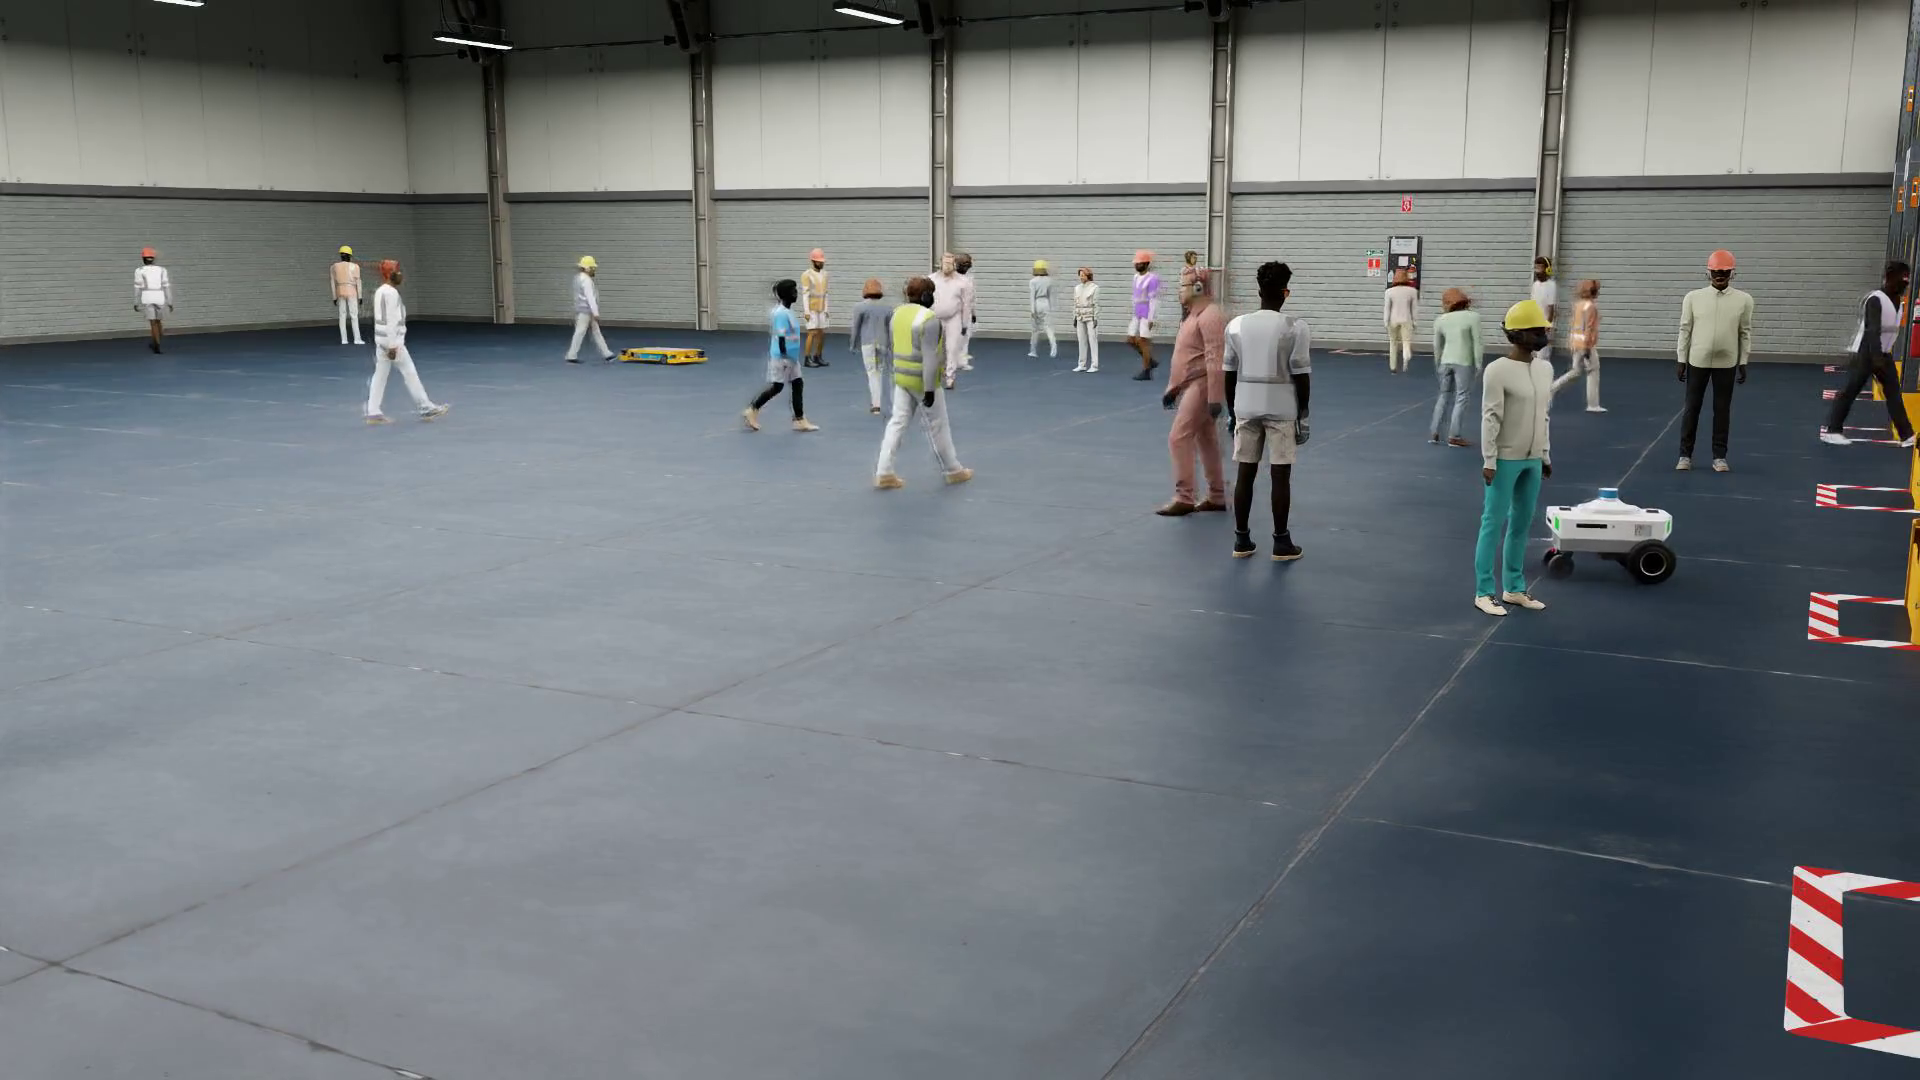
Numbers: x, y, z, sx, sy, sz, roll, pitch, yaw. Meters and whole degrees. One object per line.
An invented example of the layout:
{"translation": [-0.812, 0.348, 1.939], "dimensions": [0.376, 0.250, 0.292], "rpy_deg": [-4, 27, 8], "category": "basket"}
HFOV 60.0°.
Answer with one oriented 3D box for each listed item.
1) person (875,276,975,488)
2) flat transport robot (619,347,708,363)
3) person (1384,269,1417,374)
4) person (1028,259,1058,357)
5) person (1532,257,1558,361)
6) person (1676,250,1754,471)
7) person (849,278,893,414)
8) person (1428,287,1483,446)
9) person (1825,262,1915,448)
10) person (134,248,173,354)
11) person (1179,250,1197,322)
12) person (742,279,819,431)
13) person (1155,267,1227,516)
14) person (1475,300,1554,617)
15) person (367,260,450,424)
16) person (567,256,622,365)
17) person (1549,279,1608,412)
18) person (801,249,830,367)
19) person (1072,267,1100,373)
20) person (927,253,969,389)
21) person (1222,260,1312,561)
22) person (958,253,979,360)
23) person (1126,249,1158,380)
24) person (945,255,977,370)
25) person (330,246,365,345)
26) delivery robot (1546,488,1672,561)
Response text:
{"translation": [-0.338, -1.334, 14.100], "dimensions": [0.984, 1.790, 0.647], "rpy_deg": [-8, 13, -38], "category": "person"}
{"translation": [-4.981, -3.102, 27.877], "dimensions": [1.431, 0.197, 0.652], "rpy_deg": [7, 12, 33], "category": "flat transport robot"}
{"translation": [6.713, -3.318, 25.365], "dimensions": [0.509, 1.618, 0.605], "rpy_deg": [1, 10, 8], "category": "person"}
{"translation": [1.441, -4.046, 29.082], "dimensions": [0.488, 1.718, 0.785], "rpy_deg": [-5, 11, -24], "category": "person"}
{"translation": [7.457, -2.709, 21.421], "dimensions": [0.412, 1.852, 0.564], "rpy_deg": [-3, 11, -15], "category": "person"}
{"translation": [6.821, -1.616, 15.071], "dimensions": [0.608, 1.995, 0.376], "rpy_deg": [3, 11, 18], "category": "person"}
{"translation": [-1.092, -2.345, 20.114], "dimensions": [0.502, 1.607, 0.724], "rpy_deg": [-5, 12, -27], "category": "person"}
{"translation": [5.005, -1.741, 16.828], "dimensions": [0.345, 1.618, 0.556], "rpy_deg": [-9, 14, -41], "category": "person"}
{"translation": [9.260, -1.846, 16.692], "dimensions": [0.648, 1.853, 1.045], "rpy_deg": [-7, 12, -33], "category": "person"}
{"translation": [-14.639, -4.320, 30.087], "dimensions": [0.963, 1.889, 0.593], "rpy_deg": [10, 14, 42], "category": "person"}
{"translation": [4.313, -4.532, 31.381], "dimensions": [0.327, 1.843, 0.514], "rpy_deg": [5, 11, 25], "category": "person"}
{"translation": [-1.969, -2.000, 18.050], "dimensions": [0.773, 1.675, 0.540], "rpy_deg": [2, 11, 8], "category": "person"}
{"translation": [1.742, -1.123, 12.699], "dimensions": [0.740, 1.884, 0.652], "rpy_deg": [0, 10, -1], "category": "person"}
{"translation": [3.145, -0.461, 9.386], "dimensions": [0.533, 1.772, 0.296], "rpy_deg": [-6, 12, -31], "category": "person"}
{"translation": [-6.347, -2.243, 18.900], "dimensions": [0.959, 1.836, 0.613], "rpy_deg": [-7, 13, -35], "category": "person"}
{"translation": [-6.062, -3.764, 27.356], "dimensions": [0.940, 1.777, 0.622], "rpy_deg": [-3, 11, -18], "category": "person"}
{"translation": [7.475, -2.339, 20.073], "dimensions": [0.709, 1.613, 0.515], "rpy_deg": [0, 10, 2], "category": "person"}
{"translation": [-2.313, -3.728, 26.855], "dimensions": [0.505, 1.907, 0.566], "rpy_deg": [8, 13, 37], "category": "person"}
{"translation": [1.970, -3.427, 25.938], "dimensions": [0.312, 1.634, 0.514], "rpy_deg": [-10, 14, -44], "category": "person"}
{"translation": [-0.187, -3.066, 23.256], "dimensions": [0.655, 1.890, 0.594], "rpy_deg": [1, 10, 8], "category": "person"}
{"translation": [2.021, -0.842, 10.928], "dimensions": [0.607, 1.965, 0.366], "rpy_deg": [7, 12, 32], "category": "person"}
{"translation": [0.079, -4.002, 28.534], "dimensions": [0.452, 1.825, 0.638], "rpy_deg": [3, 11, 15], "category": "person"}
{"translation": [2.695, -3.310, 24.507], "dimensions": [0.435, 1.920, 0.574], "rpy_deg": [-5, 12, -26], "category": "person"}
{"translation": [0.013, -3.581, 26.256], "dimensions": [0.703, 1.825, 0.431], "rpy_deg": [-10, 14, -42], "category": "person"}
{"translation": [-11.973, -4.775, 32.513], "dimensions": [0.585, 1.916, 0.390], "rpy_deg": [0, 10, 2], "category": "person"}
{"translation": [4.040, -0.083, 10.382], "dimensions": [0.707, 0.478, 0.477], "rpy_deg": [2, 11, 11], "category": "delivery robot"}
